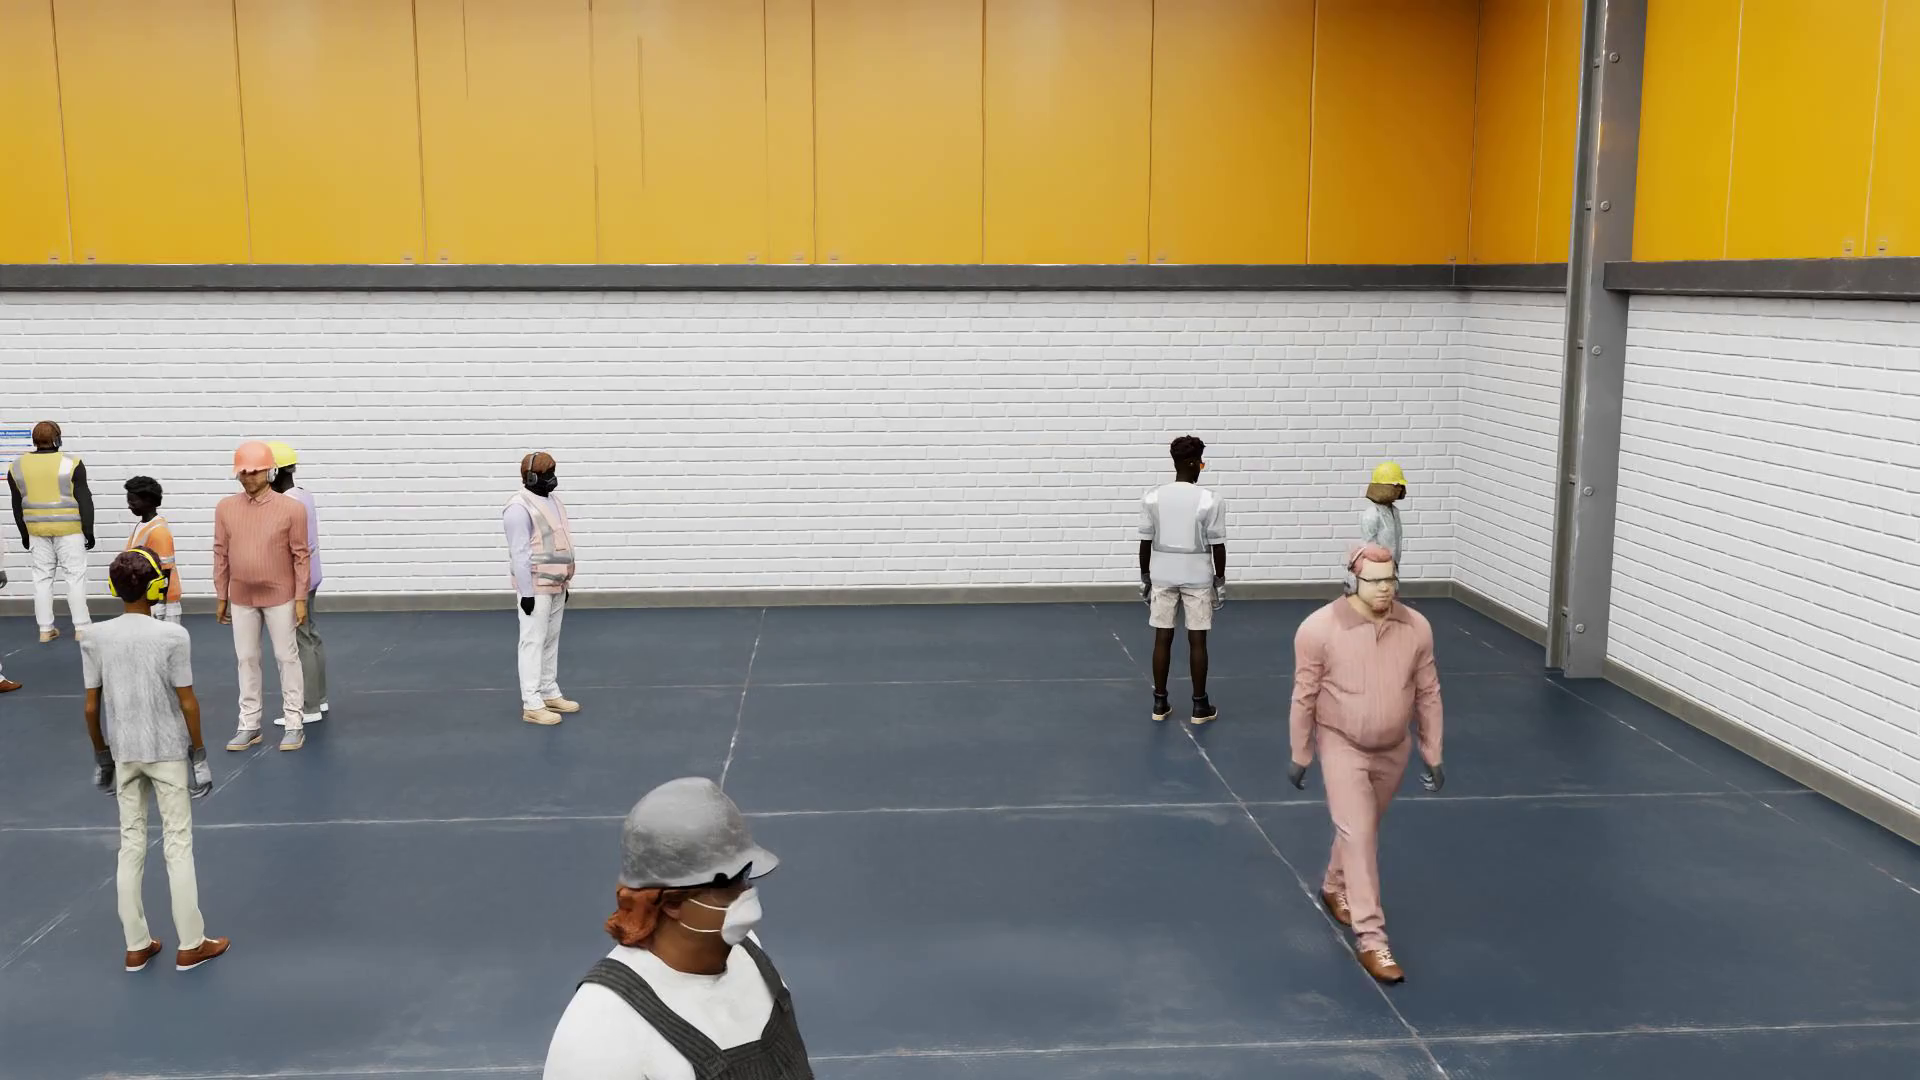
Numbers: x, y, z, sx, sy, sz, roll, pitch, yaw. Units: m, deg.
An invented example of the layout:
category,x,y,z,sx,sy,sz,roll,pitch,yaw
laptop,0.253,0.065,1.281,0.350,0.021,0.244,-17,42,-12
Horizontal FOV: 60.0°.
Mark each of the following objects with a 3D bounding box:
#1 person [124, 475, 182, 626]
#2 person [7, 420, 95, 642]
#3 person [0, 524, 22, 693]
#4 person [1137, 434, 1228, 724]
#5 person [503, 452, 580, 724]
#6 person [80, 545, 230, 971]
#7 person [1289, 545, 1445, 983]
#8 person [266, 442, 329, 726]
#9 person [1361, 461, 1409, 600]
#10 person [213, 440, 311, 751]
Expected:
category,x,y,z,sx,sy,sz,roll,pitch,yaw
person,-5.465,0.401,11.285,0.319,1.694,0.532,-7,12,-39
person,-7.481,-0.070,13.777,0.626,1.846,0.429,-1,9,-6
person,-7.177,0.181,11.996,0.639,1.910,0.407,1,9,5
person,1.513,0.264,11.298,0.613,1.961,0.362,4,10,21
person,-2.840,0.317,11.353,0.429,1.844,0.626,2,9,10
person,-3.526,0.954,7.257,0.517,1.874,0.328,0,9,2
person,1.828,0.931,7.454,0.663,1.857,0.990,-2,9,-13
person,-4.523,0.293,11.240,0.383,1.922,0.593,-1,9,-8
person,2.963,0.315,11.665,0.312,1.744,0.487,6,11,35
person,-4.455,0.357,10.620,0.611,1.995,0.376,0,9,0
